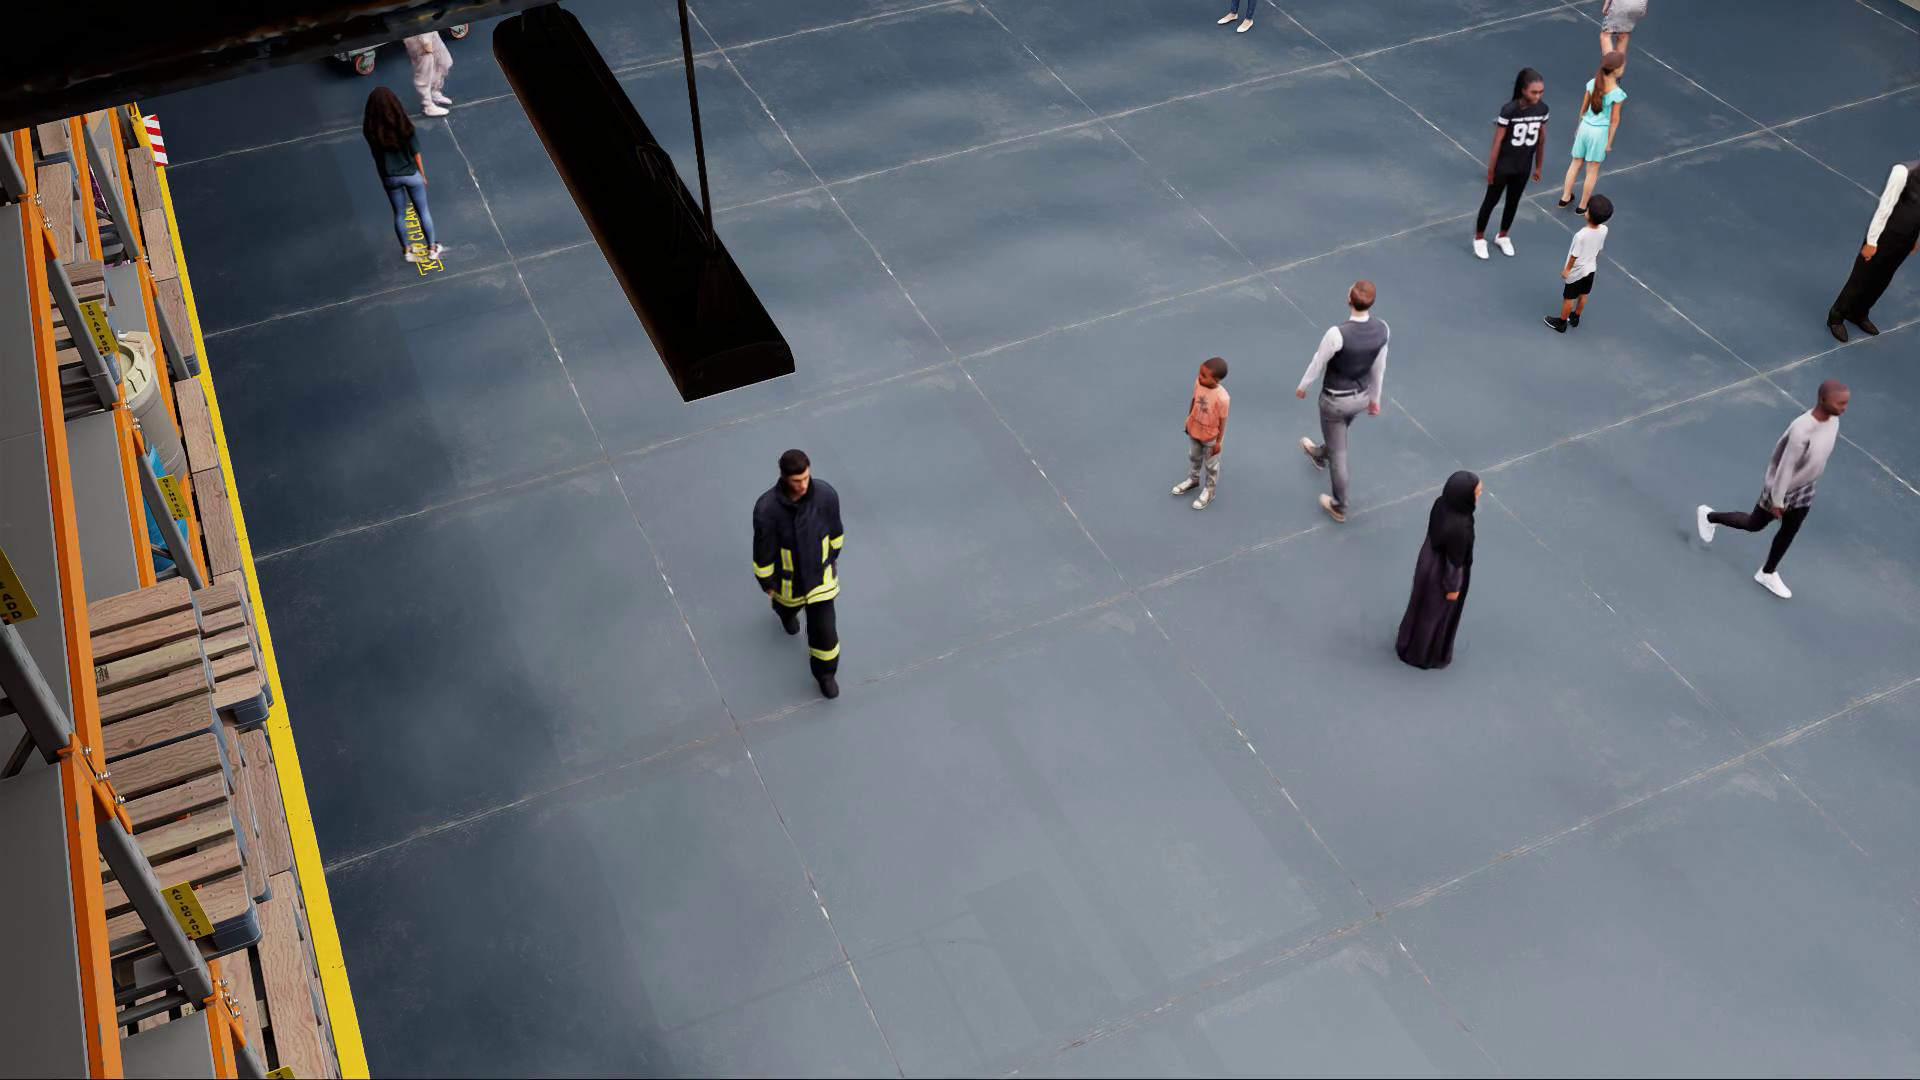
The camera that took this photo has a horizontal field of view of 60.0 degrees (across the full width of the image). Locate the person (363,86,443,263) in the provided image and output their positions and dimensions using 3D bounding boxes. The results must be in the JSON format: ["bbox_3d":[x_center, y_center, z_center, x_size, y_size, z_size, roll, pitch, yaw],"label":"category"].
[{"bbox_3d":[-4.862,-3.173,14.482,0.656,1.611,0.671,-5,44,-6],"label":"person"}]

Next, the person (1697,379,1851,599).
[{"bbox_3d":[5.644,-0.427,11.498,0.641,1.752,1.062,-20,47,-20],"label":"person"}]

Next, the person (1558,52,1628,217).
[{"bbox_3d":[5.749,-3.688,15.061,0.659,1.558,0.539,-30,51,-28],"label":"person"}]

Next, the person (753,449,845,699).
[{"bbox_3d":[-1.076,0.109,10.834,0.831,1.891,1.206,-14,45,-15],"label":"person"}]

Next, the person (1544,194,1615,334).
[{"bbox_3d":[5.174,-2.296,13.816,0.478,1.260,0.472,-18,47,-18],"label":"person"}]

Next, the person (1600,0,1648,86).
[{"bbox_3d":[6.639,-5.238,16.504,0.794,1.811,0.921,1,44,1],"label":"person"}]

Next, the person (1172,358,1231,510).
[{"bbox_3d":[1.817,-0.816,12.227,0.581,1.309,0.462,-28,50,-26],"label":"person"}]

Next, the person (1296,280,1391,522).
[{"bbox_3d":[2.807,-0.946,11.931,0.688,1.905,1.083,-17,46,-17],"label":"person"}]

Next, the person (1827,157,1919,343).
[{"bbox_3d":[7.623,-2.511,13.565,0.720,1.917,0.616,-13,45,-13],"label":"person"}]

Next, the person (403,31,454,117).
[{"bbox_3d":[-5.372,-4.953,16.303,0.800,1.675,0.694,2,44,2],"label":"person"}]

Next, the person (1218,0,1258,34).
[{"bbox_3d":[3.069,-6.284,17.662,0.684,1.728,0.531,-31,51,-28],"label":"person"}]

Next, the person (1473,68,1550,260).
[{"bbox_3d":[4.793,-3.287,14.515,0.683,1.731,0.655,-8,44,-9],"label":"person"}]

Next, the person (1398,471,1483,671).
[{"bbox_3d":[3.180,0.171,10.969,0.760,1.615,0.664,1,44,1],"label":"person"}]
